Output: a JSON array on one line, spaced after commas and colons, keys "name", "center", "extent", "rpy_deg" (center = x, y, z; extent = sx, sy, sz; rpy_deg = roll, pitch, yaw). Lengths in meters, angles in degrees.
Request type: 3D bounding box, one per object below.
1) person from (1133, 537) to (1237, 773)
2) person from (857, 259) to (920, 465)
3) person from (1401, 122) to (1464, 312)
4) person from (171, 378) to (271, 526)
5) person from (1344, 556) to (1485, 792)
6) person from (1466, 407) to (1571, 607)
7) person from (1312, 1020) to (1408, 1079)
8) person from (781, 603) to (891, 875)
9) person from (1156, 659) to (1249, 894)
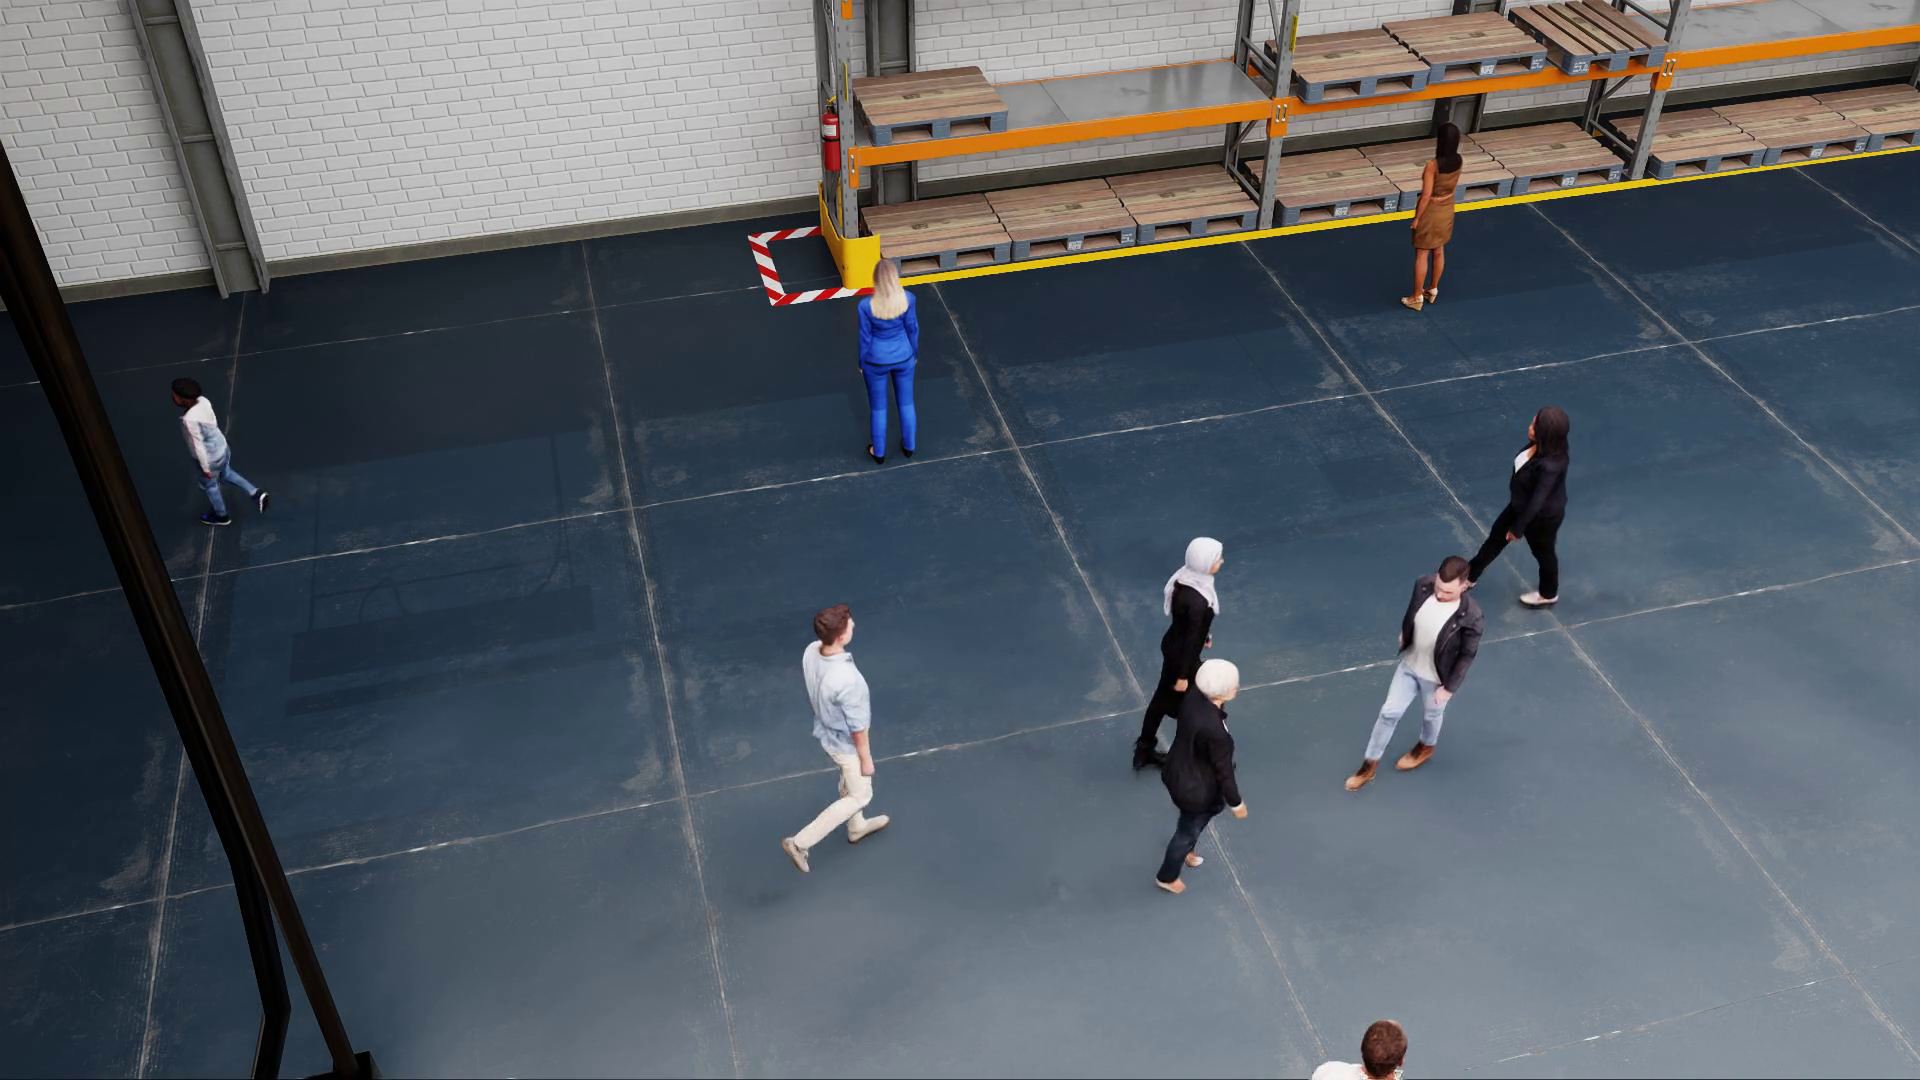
[{"name": "person", "center": [1.229, 0.711, 9.816], "extent": [0.933, 1.756, 0.764], "rpy_deg": [-1, 39, -1]}, {"name": "person", "center": [-0.528, -1.328, 12.415], "extent": [0.476, 1.699, 0.674], "rpy_deg": [-11, 40, -13]}, {"name": "person", "center": [4.053, -2.765, 14.223], "extent": [0.539, 1.688, 0.680], "rpy_deg": [-22, 43, -25]}, {"name": "person", "center": [-5.321, -0.636, 11.909], "extent": [0.804, 1.249, 0.628], "rpy_deg": [3, 39, 4]}, {"name": "person", "center": [2.824, 0.716, 9.777], "extent": [1.080, 1.798, 0.946], "rpy_deg": [-24, 45, -27]}, {"name": "person", "center": [3.915, -0.177, 11.076], "extent": [1.136, 1.572, 0.900], "rpy_deg": [3, 39, 4]}, {"name": "person", "center": [1.655, 2.800, 7.162], "extent": [1.222, 1.804, 1.309], "rpy_deg": [21, 43, 24]}, {"name": "person", "center": [-0.723, 1.134, 9.227], "extent": [1.036, 1.831, 0.800], "rpy_deg": [-20, 43, -23]}, {"name": "person", "center": [1.226, 1.357, 9.098], "extent": [0.766, 1.767, 0.823], "rpy_deg": [-3, 39, -4]}]
